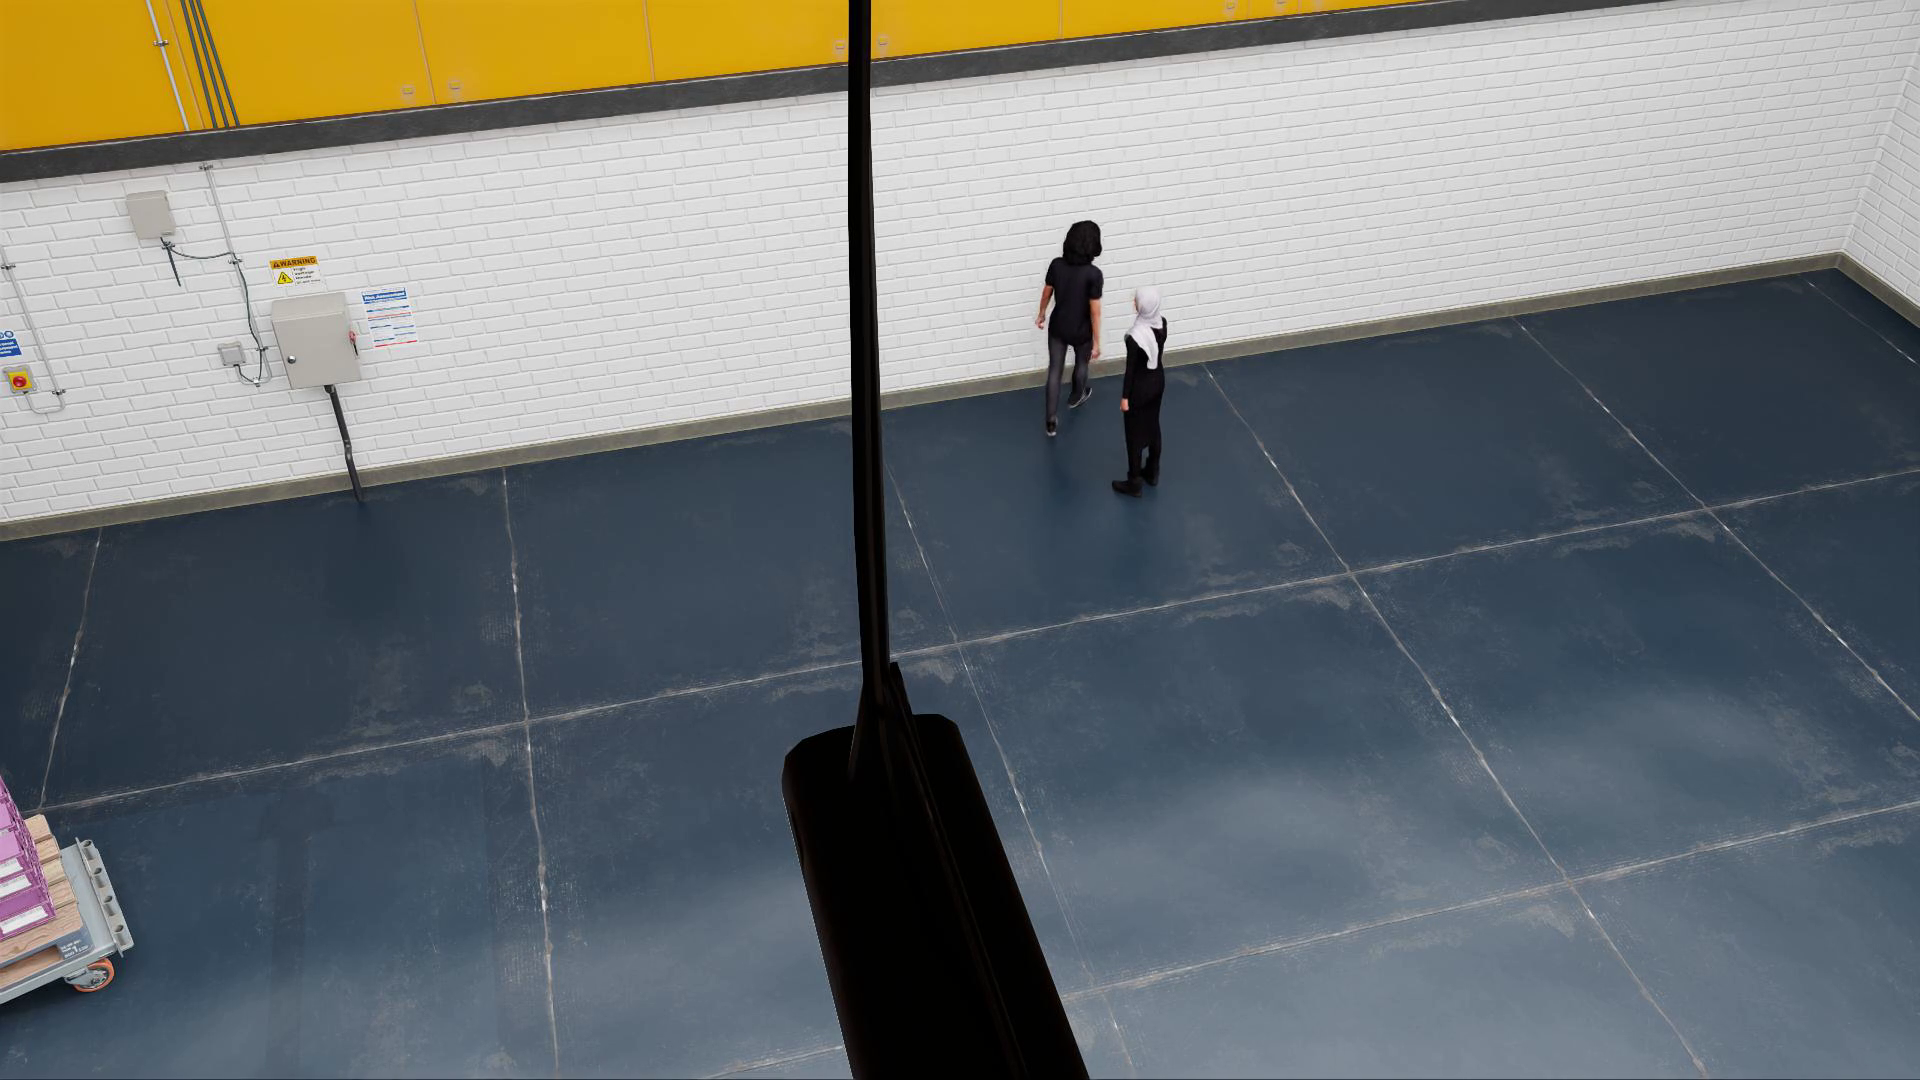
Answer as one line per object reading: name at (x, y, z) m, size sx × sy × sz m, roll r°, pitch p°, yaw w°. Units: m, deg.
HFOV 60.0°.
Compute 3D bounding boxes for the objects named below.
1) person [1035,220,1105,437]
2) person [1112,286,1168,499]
person at (0.851, -1.625, 13.129) m, size 1.109 × 1.803 × 1.178 m, roll 14°, pitch 41°, yaw 17°
person at (1.396, -1.115, 12.511) m, size 0.702 × 1.777 × 0.684 m, roll 31°, pitch 48°, yaw 33°
